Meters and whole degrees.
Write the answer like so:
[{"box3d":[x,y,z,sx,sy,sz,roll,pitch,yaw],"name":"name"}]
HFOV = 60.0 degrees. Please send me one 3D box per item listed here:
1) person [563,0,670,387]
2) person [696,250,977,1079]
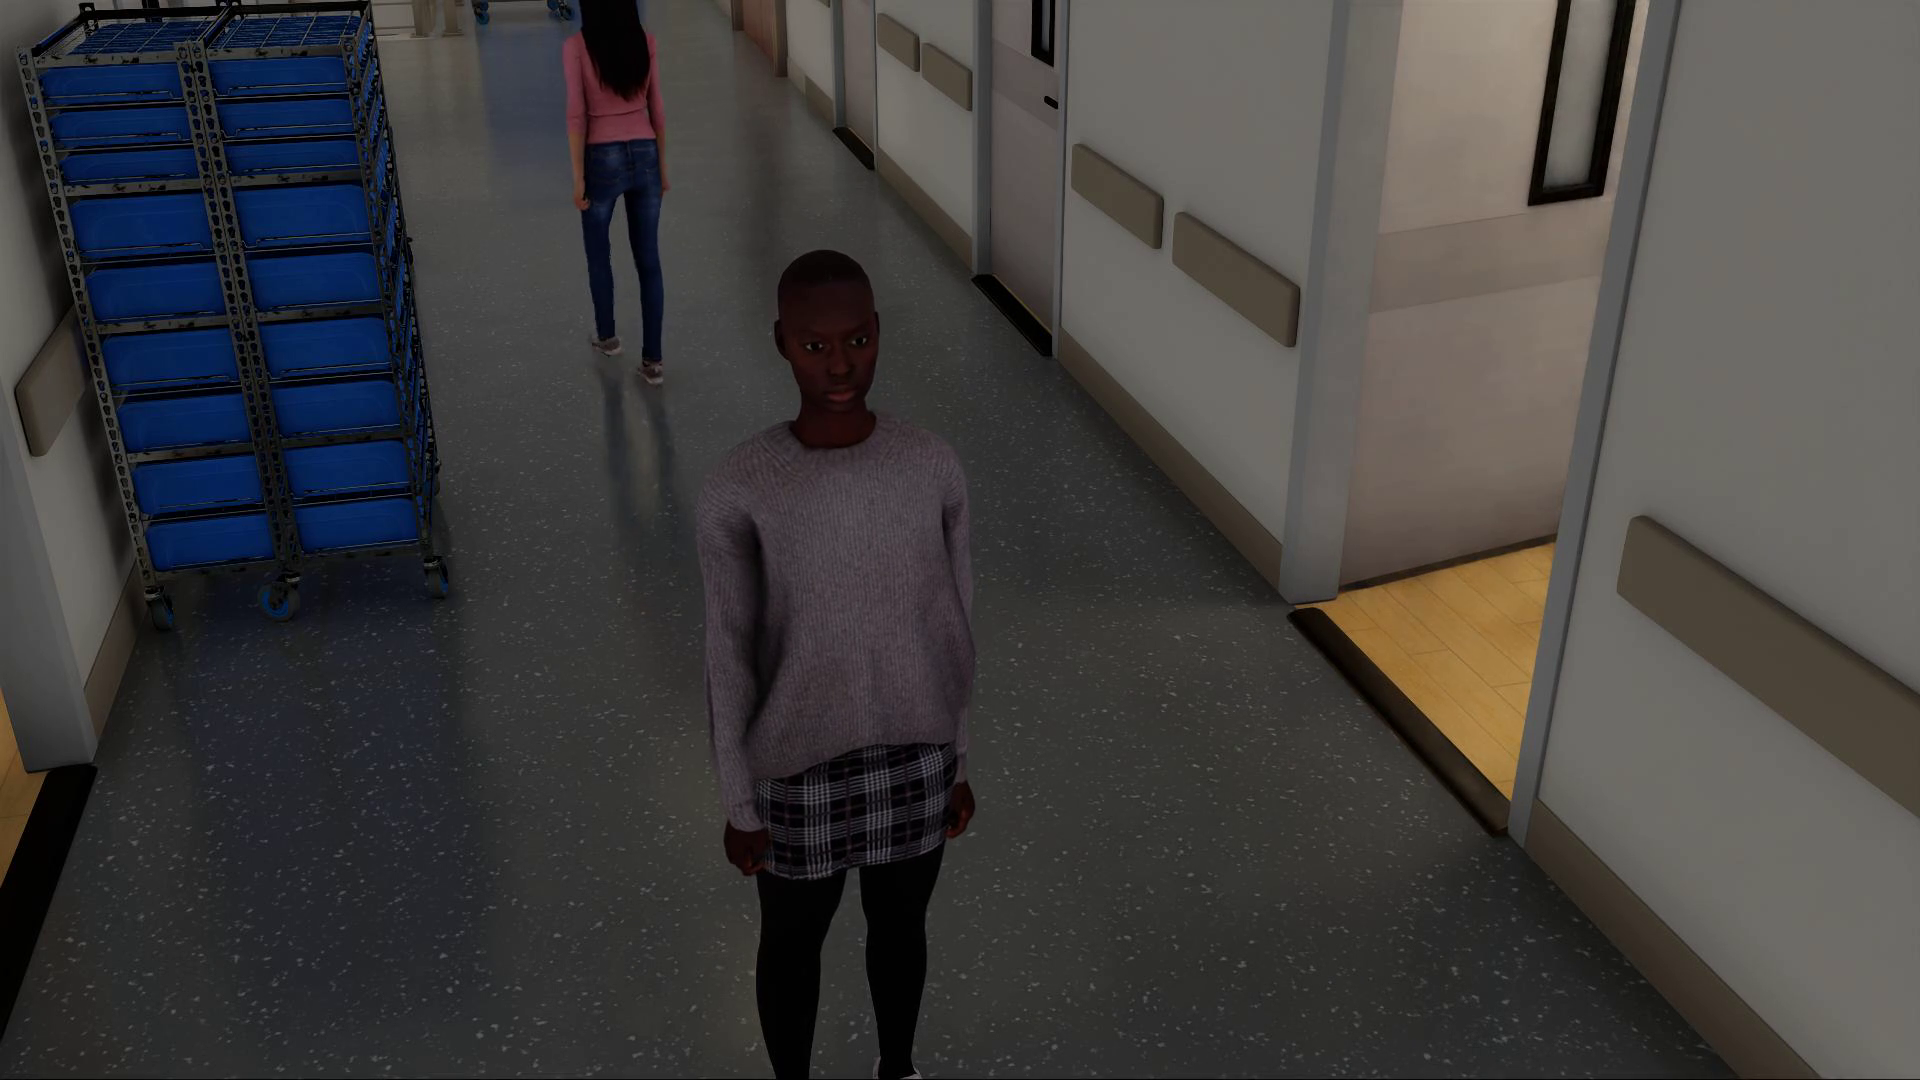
[{"box3d":[-1.349,-1.468,6.734,0.716,1.721,0.929,-13,28,-24],"name":"person"},{"box3d":[-0.198,0.370,2.863,0.639,1.772,0.566,-10,27,-19],"name":"person"}]
